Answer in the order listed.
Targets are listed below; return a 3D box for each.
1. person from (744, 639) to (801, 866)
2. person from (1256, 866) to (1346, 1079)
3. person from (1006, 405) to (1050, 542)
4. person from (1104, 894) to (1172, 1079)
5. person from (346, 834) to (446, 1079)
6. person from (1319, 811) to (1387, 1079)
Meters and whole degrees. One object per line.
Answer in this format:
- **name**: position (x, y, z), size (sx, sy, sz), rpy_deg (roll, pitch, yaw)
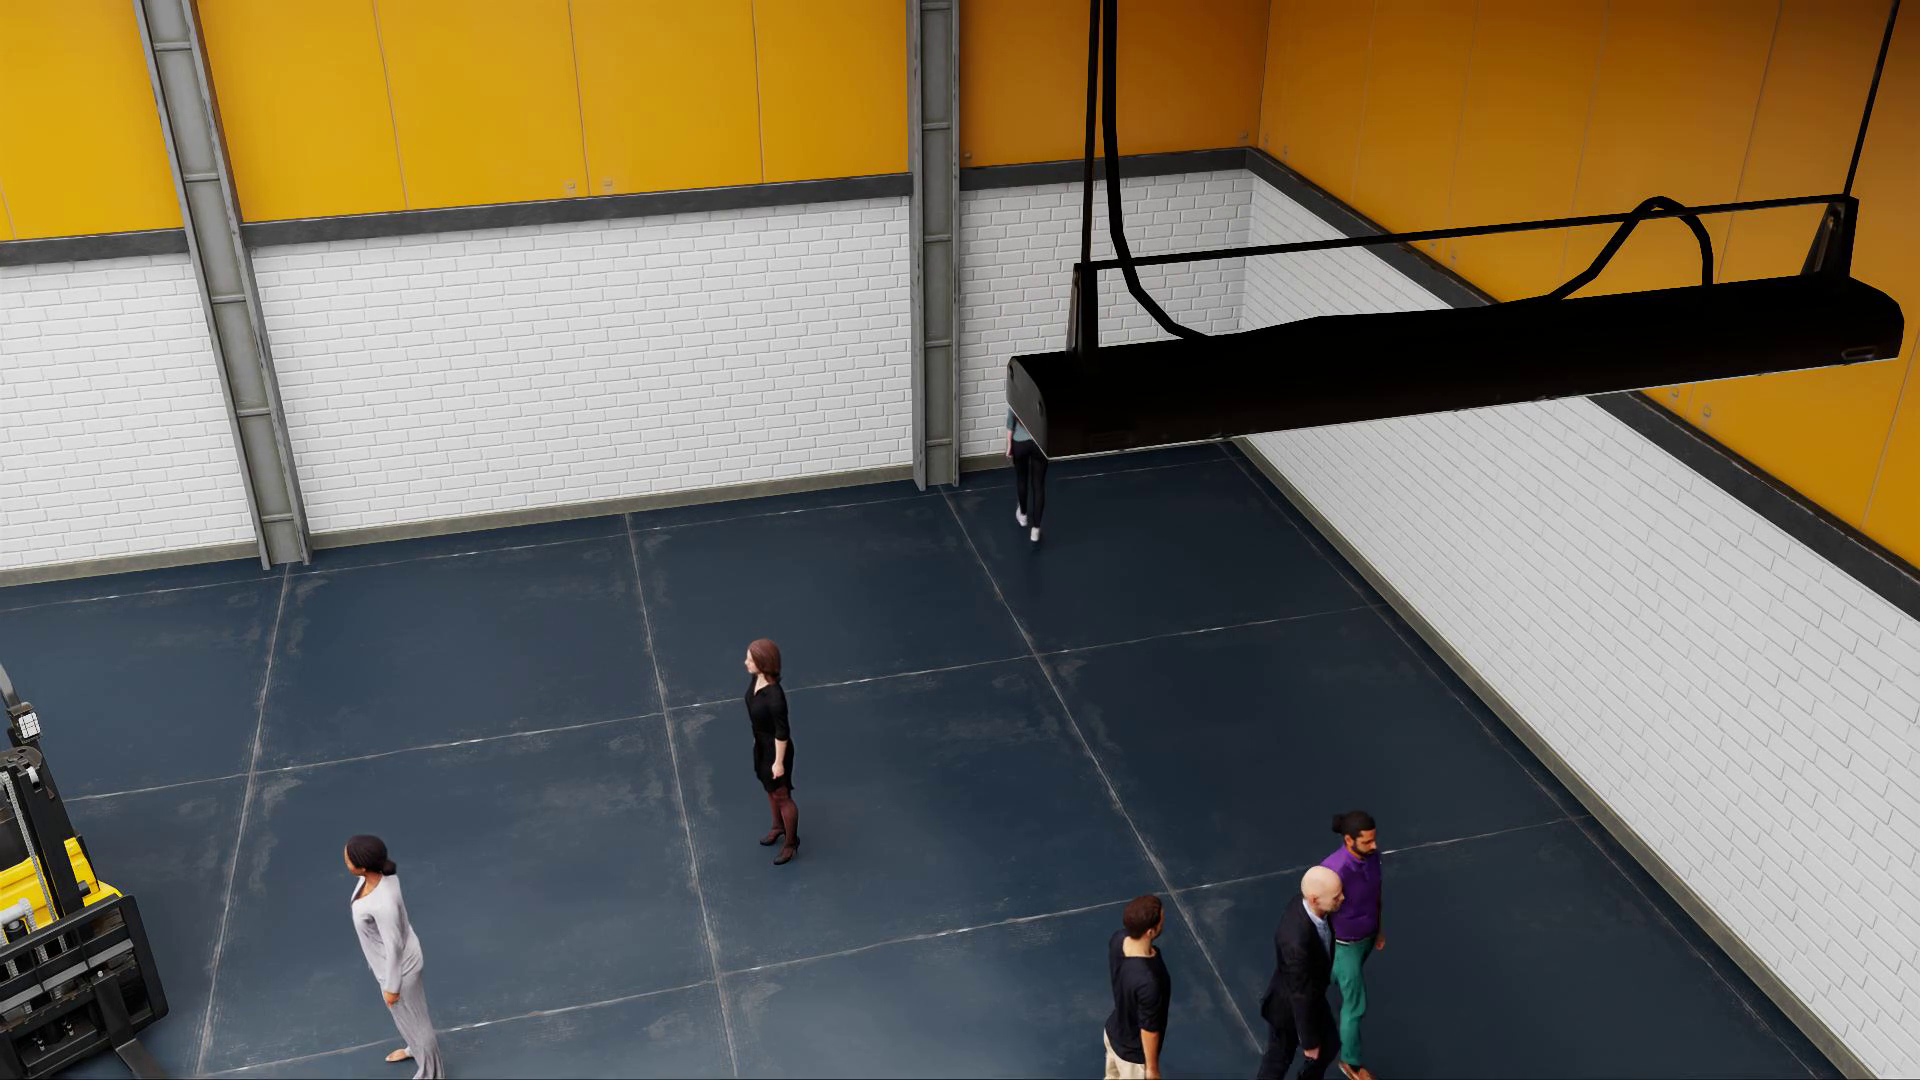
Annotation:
- **person**: position (-1.228, 1.381, 10.924), size (0.565, 1.704, 0.627), rpy_deg (-14, 31, -23)
- **person**: position (1.722, 2.443, 8.890), size (0.922, 1.786, 0.861), rpy_deg (16, 32, 26)
- **person**: position (0.639, -0.811, 14.912), size (0.925, 1.732, 0.808), rpy_deg (1, 29, 1)
- **person**: position (0.880, 2.583, 8.567), size (0.544, 1.850, 0.632), rpy_deg (-8, 30, -14)
- **person**: position (-3.116, 2.313, 9.183), size (0.576, 1.736, 0.656), rpy_deg (-12, 31, -21)
- **person**: position (2.104, 2.205, 9.369), size (1.045, 1.747, 1.119), rpy_deg (25, 37, 38)
